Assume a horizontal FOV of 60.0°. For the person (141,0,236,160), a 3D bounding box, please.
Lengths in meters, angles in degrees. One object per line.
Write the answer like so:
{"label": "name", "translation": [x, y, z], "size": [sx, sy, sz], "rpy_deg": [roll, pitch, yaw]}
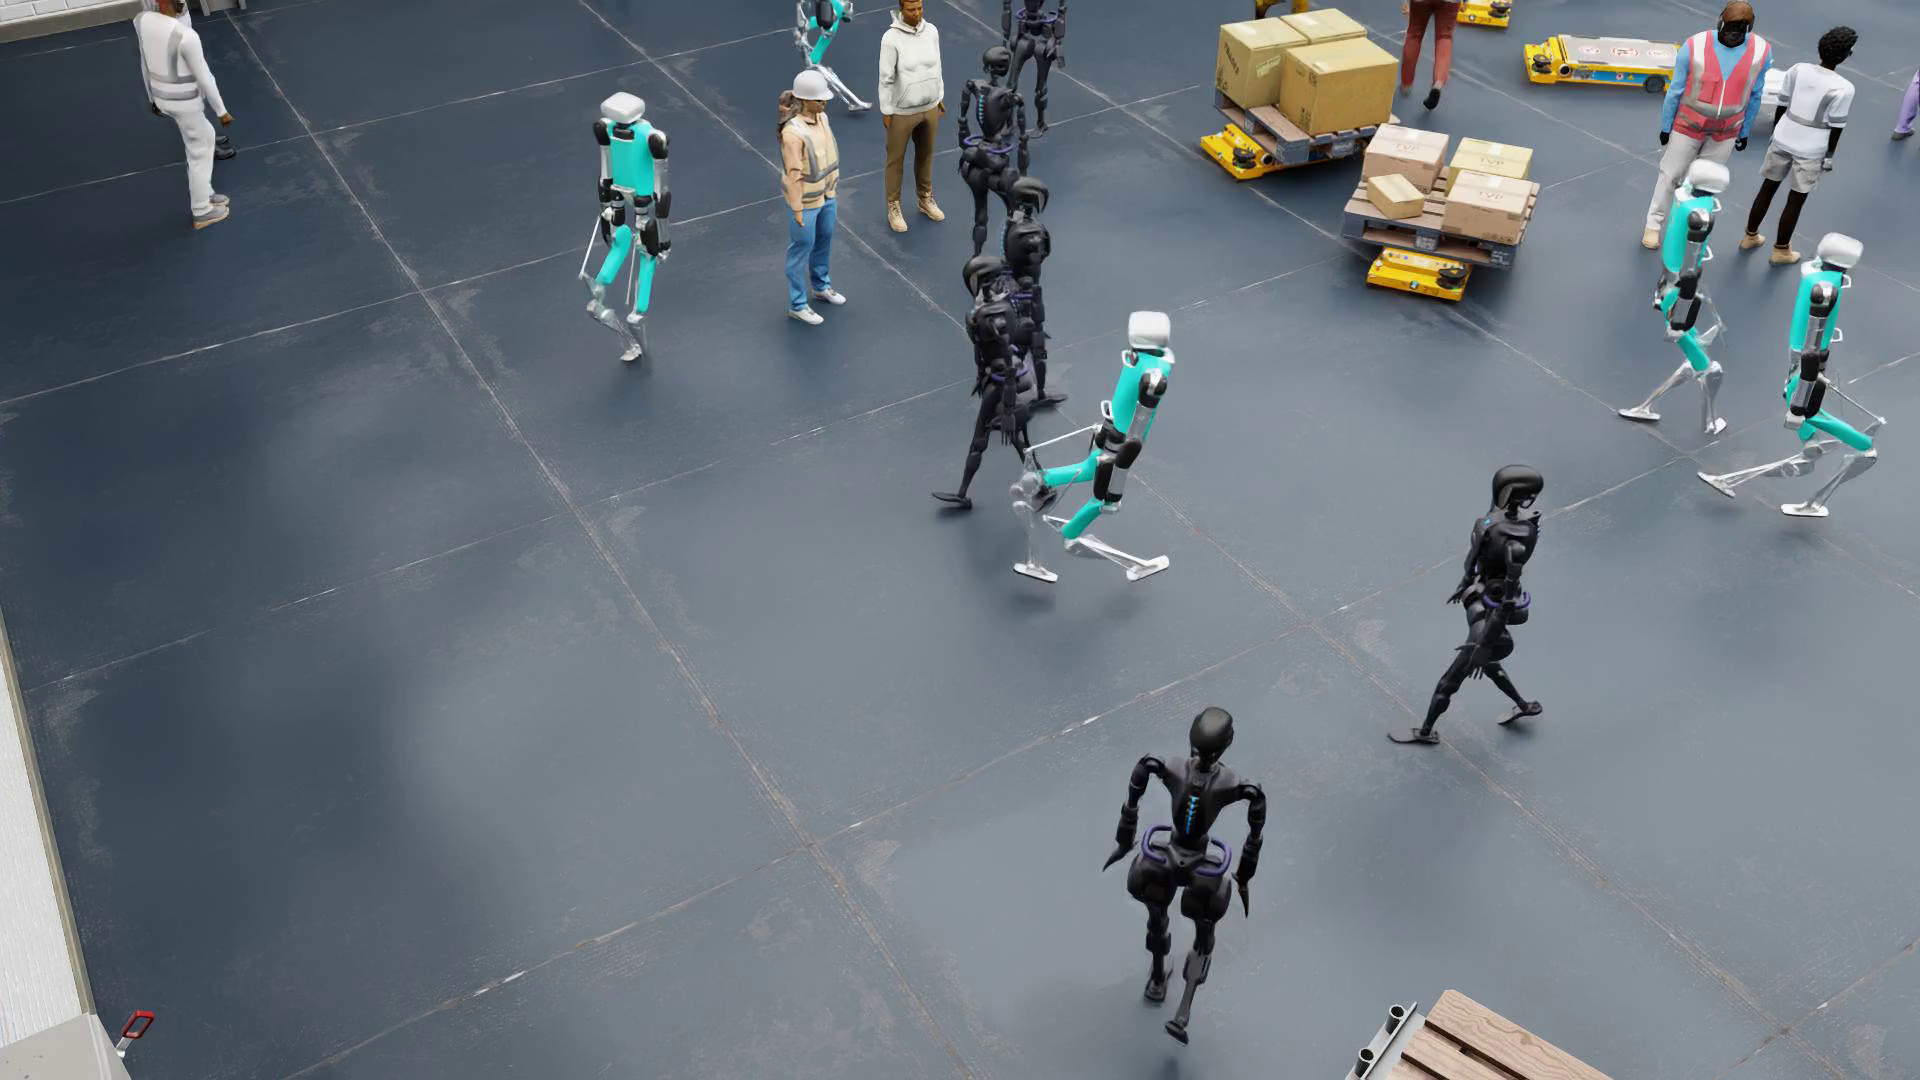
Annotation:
{"label": "person", "translation": [-6.056, -3.893, 12.862], "size": [0.359, 1.938, 0.544], "rpy_deg": [-19, 42, -22]}

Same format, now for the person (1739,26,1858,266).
{"label": "person", "translation": [5.872, -2.749, 11.609], "size": [0.320, 1.695, 0.536], "rpy_deg": [-19, 42, -23]}

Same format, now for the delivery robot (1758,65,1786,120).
{"label": "delivery robot", "translation": [6.507, -3.660, 13.696], "size": [0.808, 0.614, 0.499], "rpy_deg": [7, 39, 9]}

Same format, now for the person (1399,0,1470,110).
{"label": "person", "translation": [3.905, -4.467, 13.652], "size": [0.602, 1.857, 0.646], "rpy_deg": [9, 39, 11]}

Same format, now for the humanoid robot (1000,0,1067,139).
{"label": "humanoid robot", "translation": [0.581, -3.970, 13.167], "size": [0.589, 1.654, 0.406], "rpy_deg": [19, 42, 22]}

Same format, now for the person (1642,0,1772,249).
{"label": "person", "translation": [5.240, -2.895, 11.690], "size": [0.630, 1.837, 0.431], "rpy_deg": [7, 39, 9]}

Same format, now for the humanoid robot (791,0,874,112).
{"label": "humanoid robot", "translation": [-1.126, -4.353, 13.596], "size": [0.962, 1.740, 0.547], "rpy_deg": [14, 40, 17]}

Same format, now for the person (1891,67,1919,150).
{"label": "person", "translation": [7.798, -3.964, 13.030], "size": [0.392, 1.836, 0.563], "rpy_deg": [-19, 42, -23]}

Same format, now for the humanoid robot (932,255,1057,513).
{"label": "humanoid robot", "translation": [0.212, -0.837, 9.239], "size": [0.739, 1.624, 0.601], "rpy_deg": [-11, 40, -13]}

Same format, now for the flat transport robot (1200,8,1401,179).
{"label": "flat transport robot", "translation": [2.720, -3.215, 13.349], "size": [1.431, 0.231, 0.659], "rpy_deg": [-13, 40, -16]}

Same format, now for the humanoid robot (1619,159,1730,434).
{"label": "humanoid robot", "translation": [4.474, -1.354, 9.878], "size": [0.812, 1.868, 0.547], "rpy_deg": [5, 39, 7]}

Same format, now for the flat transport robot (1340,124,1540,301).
{"label": "flat transport robot", "translation": [3.447, -2.194, 12.060], "size": [0.659, 0.231, 1.431], "rpy_deg": [16, 41, 19]}

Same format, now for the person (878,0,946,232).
{"label": "person", "translation": [-0.359, -3.120, 12.022], "size": [0.531, 1.767, 0.367], "rpy_deg": [-21, 43, -25]}

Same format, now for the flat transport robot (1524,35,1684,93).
{"label": "flat transport robot", "translation": [5.709, -4.166, 14.549], "size": [1.431, 0.231, 0.659], "rpy_deg": [6, 39, 8]}

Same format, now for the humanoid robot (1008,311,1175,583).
{"label": "humanoid robot", "translation": [0.611, -0.393, 8.610], "size": [1.057, 1.700, 0.545], "rpy_deg": [0, 38, 0]}

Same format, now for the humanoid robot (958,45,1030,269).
{"label": "humanoid robot", "translation": [0.240, -2.612, 11.465], "size": [0.608, 1.653, 0.530], "rpy_deg": [24, 44, 27]}

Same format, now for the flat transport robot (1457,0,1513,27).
{"label": "flat transport robot", "translation": [4.989, -5.296, 15.974], "size": [0.659, 0.231, 1.431], "rpy_deg": [12, 40, 14]}

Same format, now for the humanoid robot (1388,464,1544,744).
{"label": "humanoid robot", "translation": [2.511, 0.320, 7.793], "size": [0.764, 1.638, 0.584], "rpy_deg": [1, 38, 2]}

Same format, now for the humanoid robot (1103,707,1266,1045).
{"label": "humanoid robot", "translation": [0.834, 1.327, 6.488], "size": [0.609, 1.645, 0.507], "rpy_deg": [12, 40, 15]}

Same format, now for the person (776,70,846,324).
{"label": "person", "translation": [-0.988, -2.281, 11.003], "size": [0.376, 1.722, 0.497], "rpy_deg": [19, 42, 22]}

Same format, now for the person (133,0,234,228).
{"label": "person", "translation": [-5.553, -3.155, 11.990], "size": [0.604, 1.859, 0.536], "rpy_deg": [22, 44, 26]}

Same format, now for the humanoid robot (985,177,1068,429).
{"label": "humanoid robot", "translation": [0.408, -1.399, 9.937], "size": [0.691, 1.638, 0.591], "rpy_deg": [-8, 39, -10]}

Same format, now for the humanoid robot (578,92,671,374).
{"label": "humanoid robot", "translation": [-2.139, -1.806, 10.475], "size": [0.535, 1.884, 0.775], "rpy_deg": [19, 42, 22]}

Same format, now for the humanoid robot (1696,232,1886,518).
{"label": "humanoid robot", "translation": [4.758, -0.830, 9.149], "size": [0.954, 1.751, 0.566], "rpy_deg": [14, 40, 17]}

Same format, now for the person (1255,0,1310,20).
{"label": "person", "translation": [2.954, -5.263, 14.744], "size": [0.557, 1.726, 0.560], "rpy_deg": [-19, 42, -22]}
